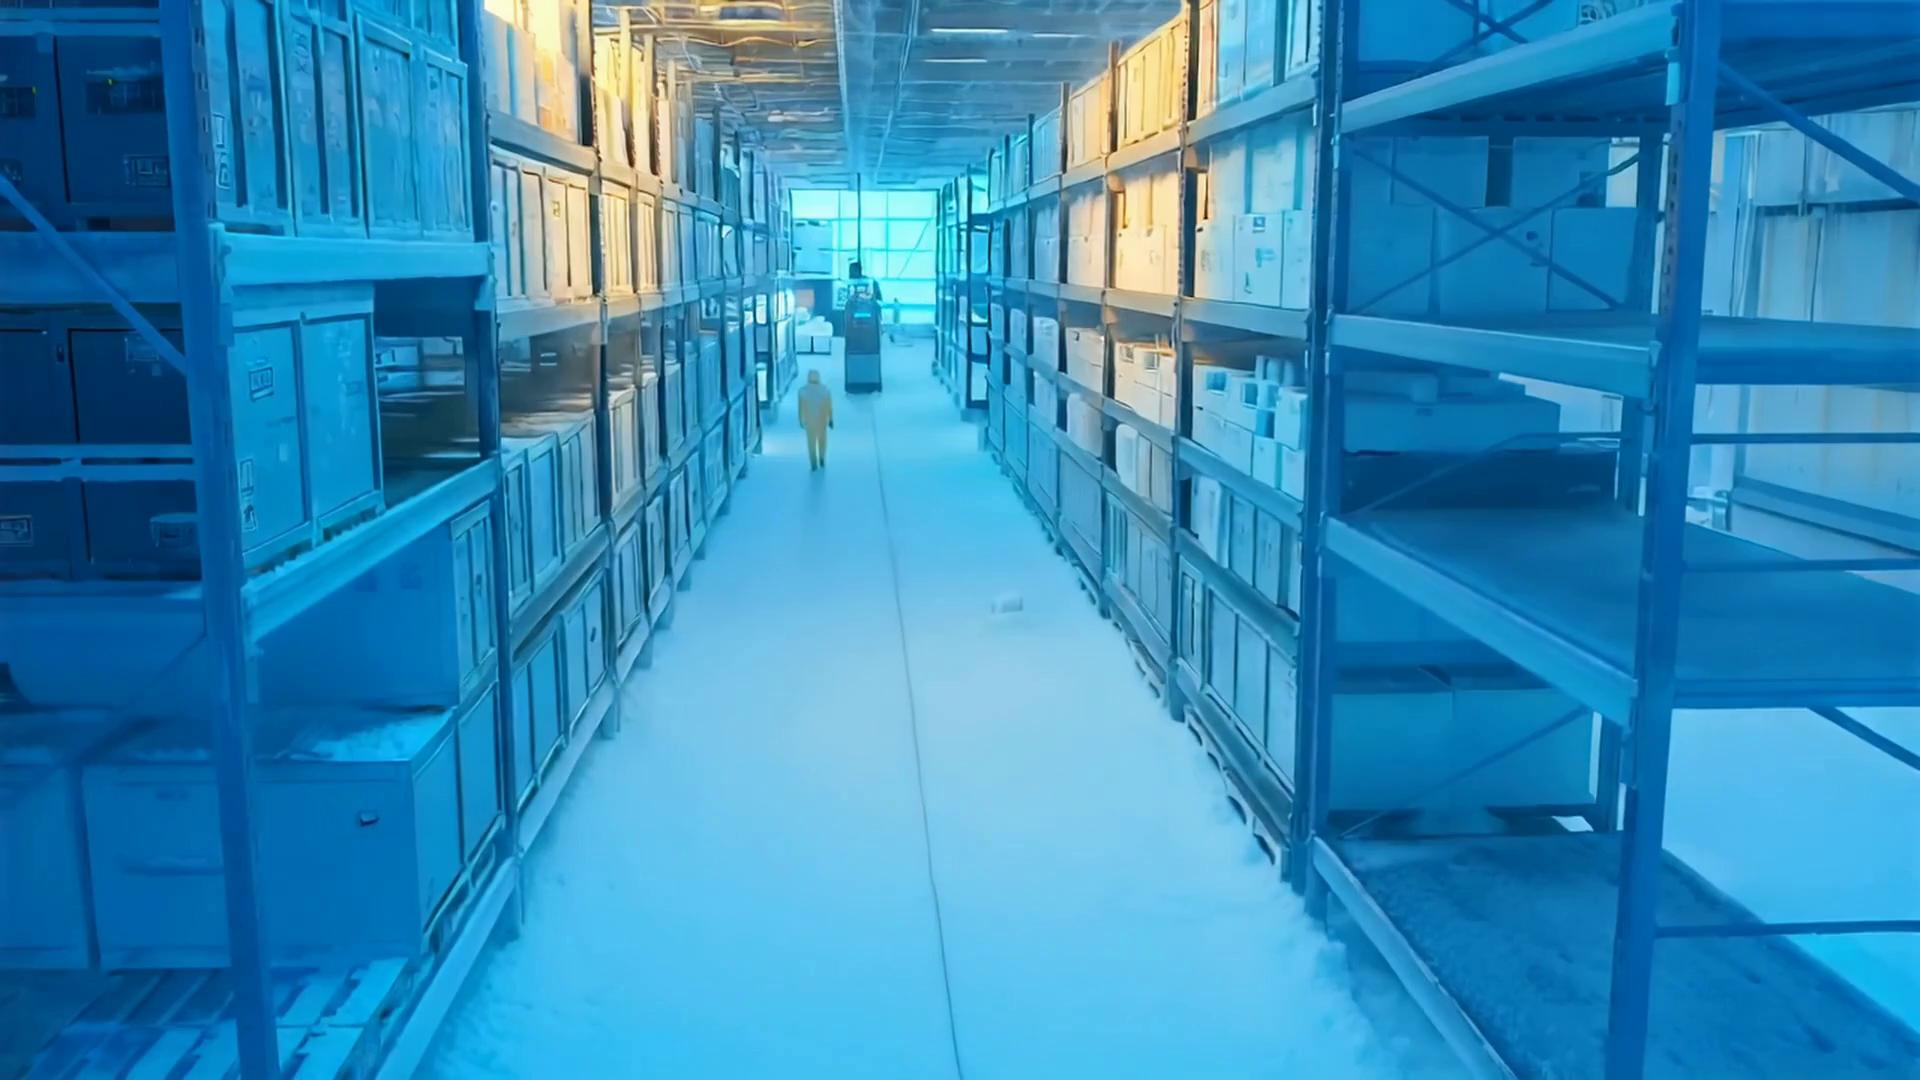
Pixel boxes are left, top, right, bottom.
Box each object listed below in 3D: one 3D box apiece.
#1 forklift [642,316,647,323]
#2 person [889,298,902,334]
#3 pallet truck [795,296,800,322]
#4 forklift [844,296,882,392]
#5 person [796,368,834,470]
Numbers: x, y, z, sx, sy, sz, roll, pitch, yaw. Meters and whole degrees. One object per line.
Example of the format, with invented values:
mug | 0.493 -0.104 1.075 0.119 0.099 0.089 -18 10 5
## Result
forklift | -10.007 -6.100 50.903 1.129 2.768 1.873 -1 10 -3
person | -3.435 -11.927 88.630 0.842 1.902 0.652 4 10 25
pallet truck | -8.622 -12.439 91.403 1.885 1.965 0.823 2 10 13
forklift | -2.886 -5.847 49.394 1.129 2.768 1.873 -1 10 -4
person | -2.701 -2.254 30.888 0.680 1.880 0.756 -2 10 -9
